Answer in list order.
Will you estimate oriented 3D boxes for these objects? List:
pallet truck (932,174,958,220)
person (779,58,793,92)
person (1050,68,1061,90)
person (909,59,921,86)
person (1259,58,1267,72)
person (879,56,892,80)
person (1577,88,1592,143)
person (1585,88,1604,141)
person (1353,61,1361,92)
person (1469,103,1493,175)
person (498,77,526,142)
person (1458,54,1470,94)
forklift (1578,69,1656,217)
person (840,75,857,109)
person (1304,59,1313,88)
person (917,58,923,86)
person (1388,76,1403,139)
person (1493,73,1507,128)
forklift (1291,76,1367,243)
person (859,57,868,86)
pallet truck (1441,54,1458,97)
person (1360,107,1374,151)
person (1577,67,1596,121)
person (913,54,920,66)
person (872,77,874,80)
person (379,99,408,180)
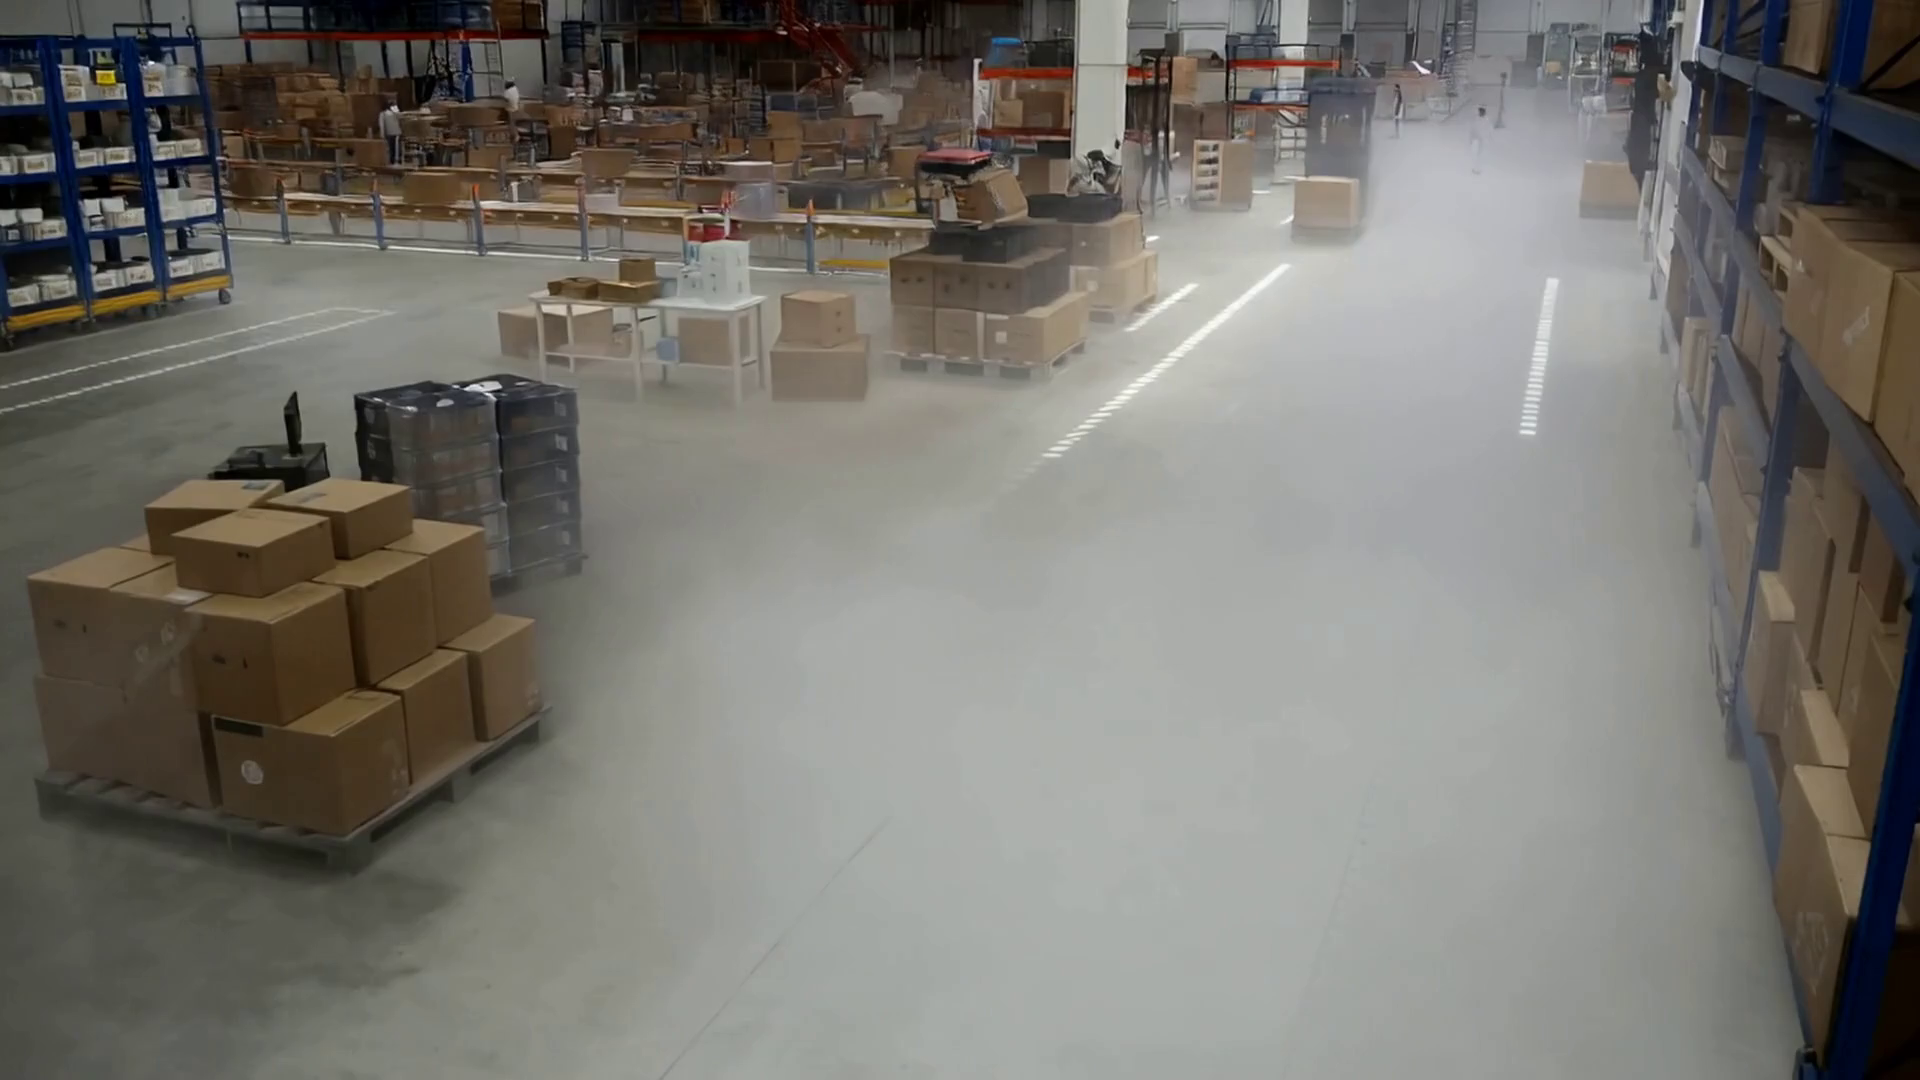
[{"bbox_3d":[-0.507,-5.292,27.348,0.653,1.274,1.630,6,19,19],"label":"pallet truck"},{"bbox_3d":[-8.096,-21.520,77.486,0.590,1.838,1.016,2,18,7],"label":"person"},{"bbox_3d":[4.441,-21.171,76.560,0.503,1.717,0.793,-5,18,-15],"label":"person"},{"bbox_3d":[-2.008,-20.692,74.835,0.845,1.876,0.564,-14,22,-37],"label":"person"},{"bbox_3d":[16.563,-25.936,91.372,0.710,1.818,0.635,-6,19,-17],"label":"person"},{"bbox_3d":[-3.339,-20.645,74.461,0.608,1.995,0.377,-9,20,-26],"label":"person"},{"bbox_3d":[19.326,-13.124,51.406,0.307,1.639,0.525,-1,18,-3],"label":"person"},{"bbox_3d":[19.786,-13.293,51.970,0.525,1.610,0.742,4,18,12],"label":"person"},{"bbox_3d":[16.636,-19.133,69.829,0.399,1.928,0.542,8,19,25],"label":"person"},{"bbox_3d":[12.909,-9.887,41.088,0.527,1.737,0.817,-5,18,-15],"label":"person"},{"bbox_3d":[-13.663,-13.053,50.608,1.049,1.985,0.612,8,19,23],"label":"person"},{"bbox_3d":[24.724,-22.908,81.706,0.565,1.904,0.620,-8,20,-25],"label":"person"},{"bbox_3d":[13.219,-7.740,32.475,1.873,2.768,1.129,6,19,18],"label":"forklift"},{"bbox_3d":[-3.670,-14.666,55.864,0.558,1.884,0.995,12,21,33],"label":"person"},{"bbox_3d":[15.813,-21.177,76.060,1.010,2.000,0.694,-10,20,-28],"label":"person"},{"bbox_3d":[-1.799,-20.875,75.397,0.667,1.861,0.588,-1,18,-4],"label":"person"},{"bbox_3d":[13.815,-13.684,52.681,0.371,1.939,0.543,4,18,13],"label":"person"},{"bbox_3d":[18.782,-15.246,57.724,0.409,1.872,0.577,1,18,2],"label":"person"},{"bbox_3d":[6.598,-6.755,29.381,1.129,2.768,1.873,6,19,19],"label":"forklift"},{"bbox_3d":[-4.578,-22.250,79.796,0.515,1.816,0.795,8,19,23],"label":"person"},{"bbox_3d":[22.765,-21.886,78.355,0.823,1.965,1.885,-4,18,-14],"label":"pallet truck"},{"bbox_3d":[10.570,-10.625,43.568,0.520,1.620,0.341,9,20,25],"label":"person"},{"bbox_3d":[23.055,-16.417,61.246,0.606,1.958,0.378,5,18,14],"label":"person"},{"bbox_3d":[-2.021,-22.419,80.159,0.591,1.919,0.392,-11,20,-30],"label":"person"},{"bbox_3d":[-2.817,-15.095,57.317,0.742,1.804,0.629,-12,21,-33],"label":"person"},{"bbox_3d":[-13.588,-9.631,40.004,0.399,1.905,0.642,15,23,39],"label":"person"}]
